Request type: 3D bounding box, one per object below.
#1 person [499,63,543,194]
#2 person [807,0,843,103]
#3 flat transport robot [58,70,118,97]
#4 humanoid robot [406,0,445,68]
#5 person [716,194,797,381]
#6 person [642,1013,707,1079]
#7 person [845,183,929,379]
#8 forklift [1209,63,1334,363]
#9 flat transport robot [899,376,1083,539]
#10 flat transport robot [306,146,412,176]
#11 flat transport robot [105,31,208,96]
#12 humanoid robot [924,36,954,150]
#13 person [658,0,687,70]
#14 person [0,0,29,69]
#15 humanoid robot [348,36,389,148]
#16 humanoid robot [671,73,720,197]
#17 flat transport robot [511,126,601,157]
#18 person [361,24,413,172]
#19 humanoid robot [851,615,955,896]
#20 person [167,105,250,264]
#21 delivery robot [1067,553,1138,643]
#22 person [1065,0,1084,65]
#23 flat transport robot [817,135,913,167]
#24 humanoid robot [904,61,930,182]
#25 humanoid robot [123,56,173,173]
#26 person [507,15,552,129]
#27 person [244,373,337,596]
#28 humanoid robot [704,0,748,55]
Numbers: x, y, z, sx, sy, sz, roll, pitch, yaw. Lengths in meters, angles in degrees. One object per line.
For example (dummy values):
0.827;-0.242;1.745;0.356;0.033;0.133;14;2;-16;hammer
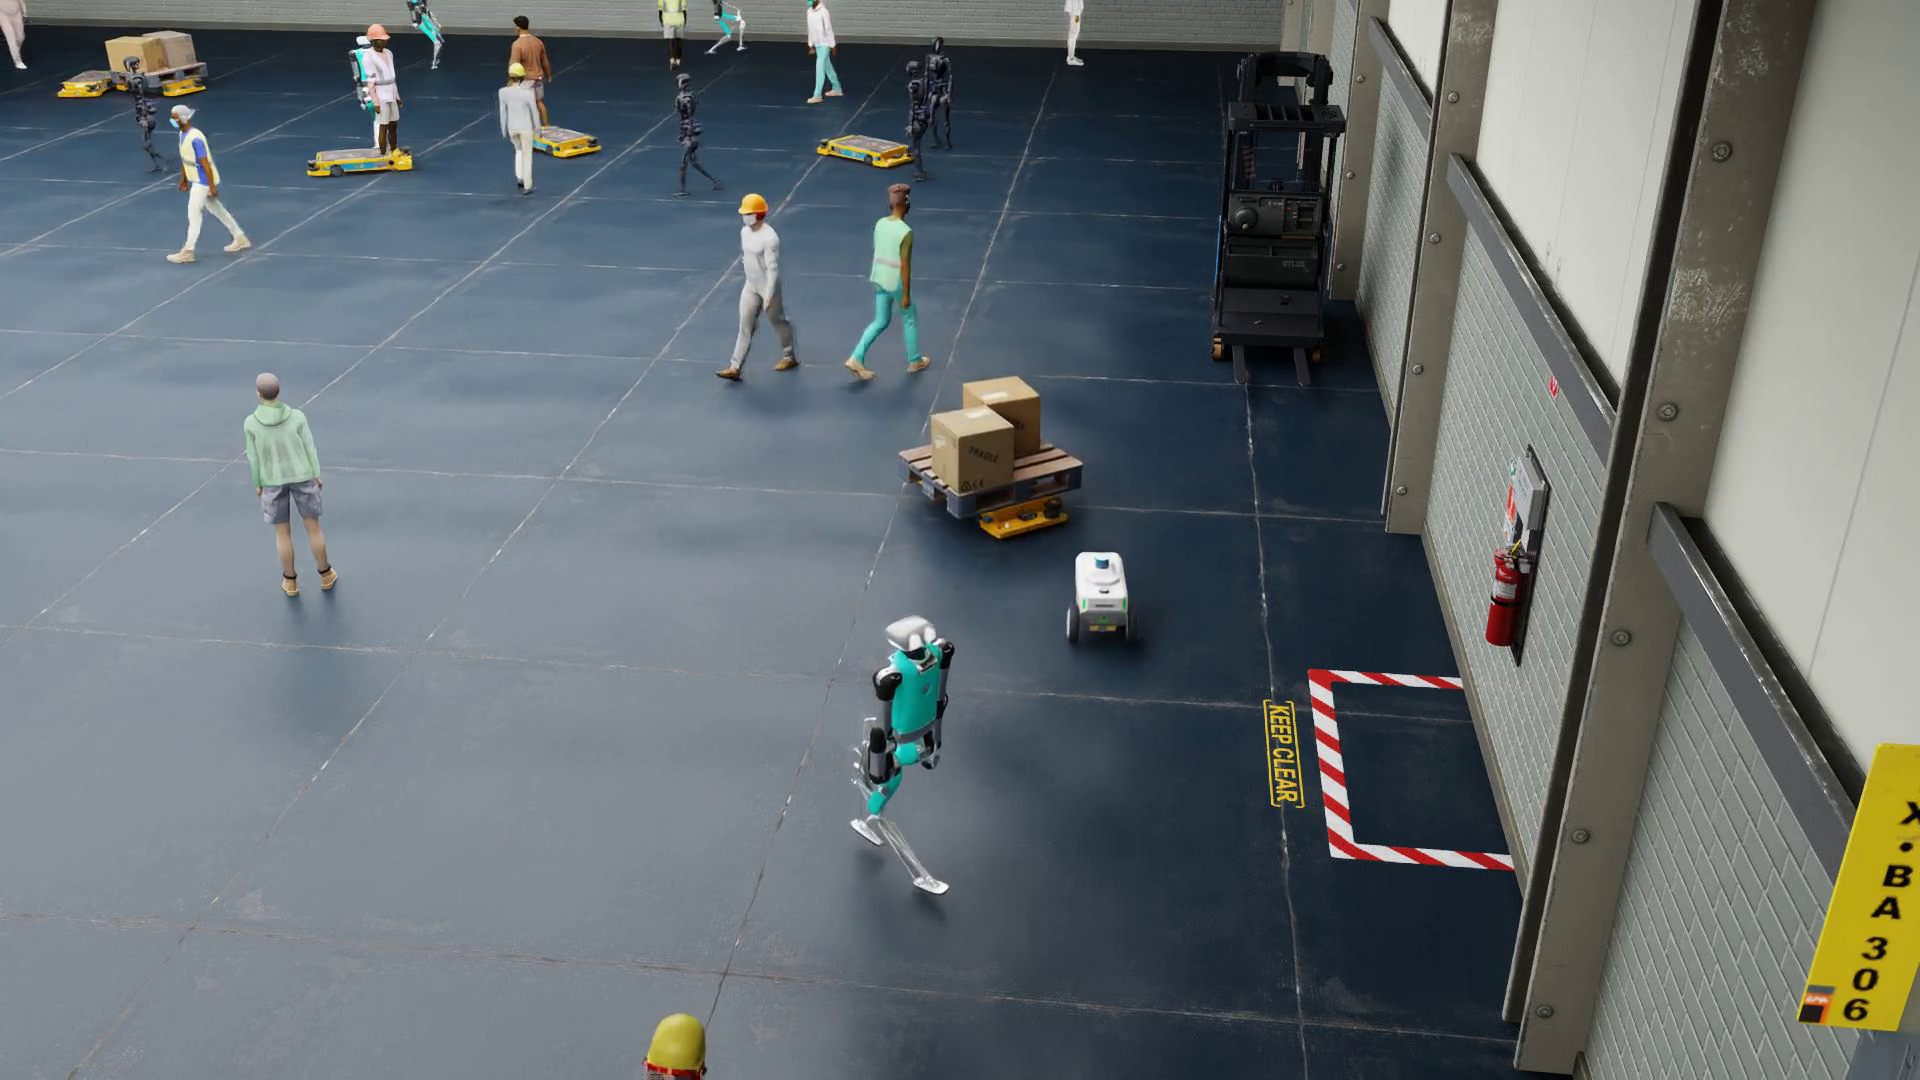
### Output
-5.964;-5.613;22.684;0.551;1.749;0.452;6;27;11;person
-2.313;-8.383;28.123;0.856;1.856;0.508;-21;34;-36;person
-15.148;-7.975;29.059;0.659;0.231;1.431;-2;27;-4;flat transport robot
-9.796;-9.608;30.701;0.815;1.801;0.540;6;27;12;humanoid robot
-1.989;-2.463;16.302;0.574;1.850;0.979;20;33;35;person
-1.082;2.579;6.350;0.580;1.736;0.514;-2;27;-4;person
-0.705;-2.506;16.295;0.925;1.937;0.524;-23;35;-38;person
3.241;-3.477;17.183;1.129;2.768;1.873;3;27;6;forklift
0.231;-0.416;13.970;0.659;0.231;1.431;-15;30;-27;flat transport robot
-8.689;-5.477;24.072;1.431;0.231;0.659;-8;28;-16;flat transport robot
-13.929;-7.926;28.961;1.431;0.231;0.659;12;29;23;flat transport robot
-0.292;-6.695;24.928;0.603;1.652;0.339;22;34;36;humanoid robot
-5.265;-9.517;30.587;0.534;1.665;0.831;-6;27;-11;person
-17.590;-9.694;30.707;0.769;1.872;0.681;18;32;31;person
-8.613;-6.588;24.580;0.544;1.745;0.674;-4;27;-7;humanoid robot
-3.634;-5.520;22.615;0.687;1.638;0.590;-9;28;-18;humanoid robot
-6.140;-6.047;25.211;1.431;0.231;0.659;23;35;38;flat transport robot
-8.202;-6.325;23.789;0.372;2.043;0.604;7;28;14;person
-0.439;1.134;9.278;1.032;1.753;0.537;23;35;38;humanoid robot
-9.151;-4.295;19.967;1.013;1.838;0.569;-20;33;-34;person
1.021;0.398;12.027;0.499;0.596;0.775;0;27;1;delivery robot
2.136;-9.820;30.949;0.383;1.876;0.510;0;27;1;person
-1.379;-5.772;24.662;1.431;0.231;0.659;21;33;35;flat transport robot
-0.595;-5.851;23.253;0.340;1.651;0.614;6;27;11;humanoid robot
-11.581;-6.057;23.654;0.382;1.643;0.589;-18;32;-32;humanoid robot
-6.613;-7.115;25.585;0.417;1.844;0.804;16;31;28;person
-4.969;-0.403;12.307;0.472;1.735;0.345;-10;28;-20;person
-4.416;-10.099;31.711;1.028;1.760;0.539;-2;27;-4;humanoid robot
